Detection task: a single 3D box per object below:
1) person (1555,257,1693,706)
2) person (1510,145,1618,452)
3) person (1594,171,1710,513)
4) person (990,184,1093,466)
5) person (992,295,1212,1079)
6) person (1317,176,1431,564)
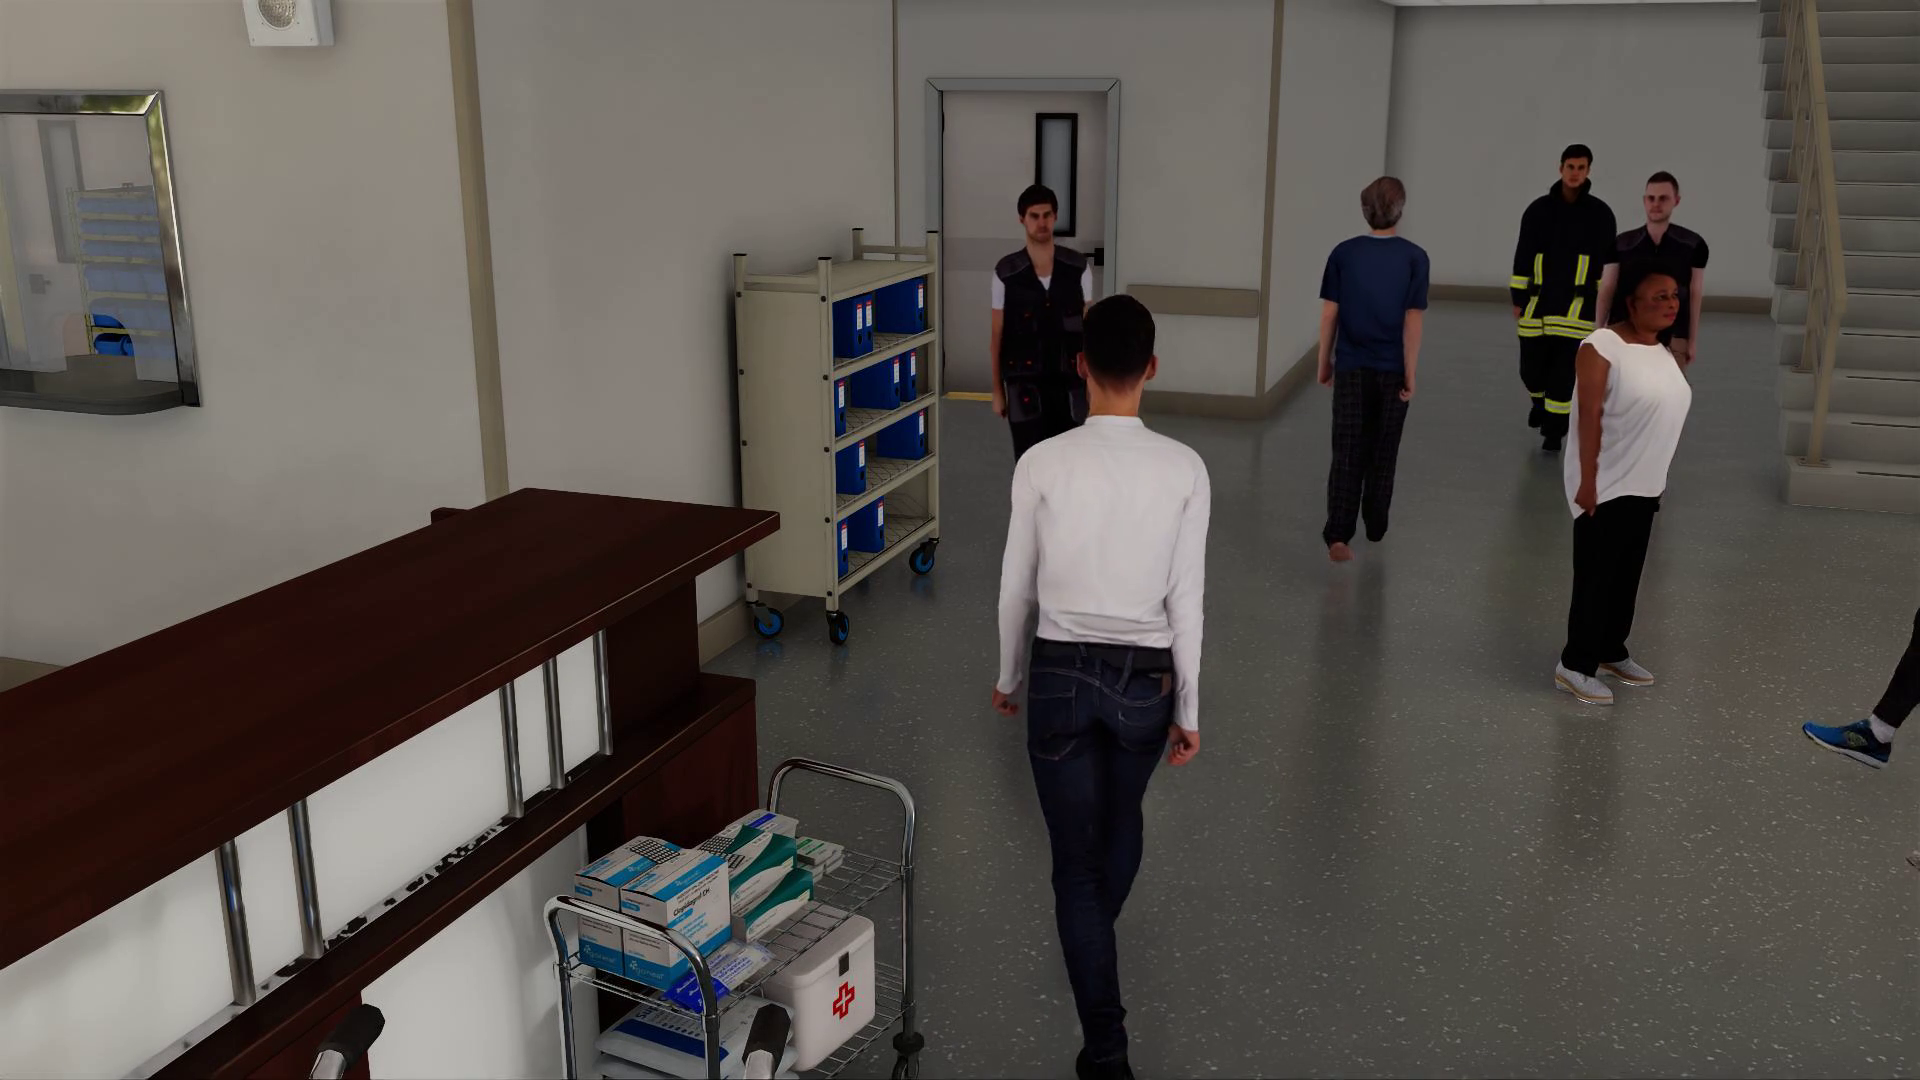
[{"bbox_3d":[2.547,-0.242,6.382,0.731,1.687,0.823,-11,19,-35],"label":"person"},{"bbox_3d":[3.805,-1.529,10.533,0.833,1.912,0.934,8,17,25],"label":"person"},{"bbox_3d":[3.810,-1.101,9.197,0.755,1.812,0.964,8,18,26],"label":"person"},{"bbox_3d":[0.388,-0.739,7.884,0.939,1.829,1.093,-3,16,-9],"label":"person"},{"bbox_3d":[0.333,0.403,3.850,0.989,1.820,1.321,-1,16,-3],"label":"person"},{"bbox_3d":[1.967,-0.775,8.004,0.680,1.833,1.156,5,16,17],"label":"person"}]
